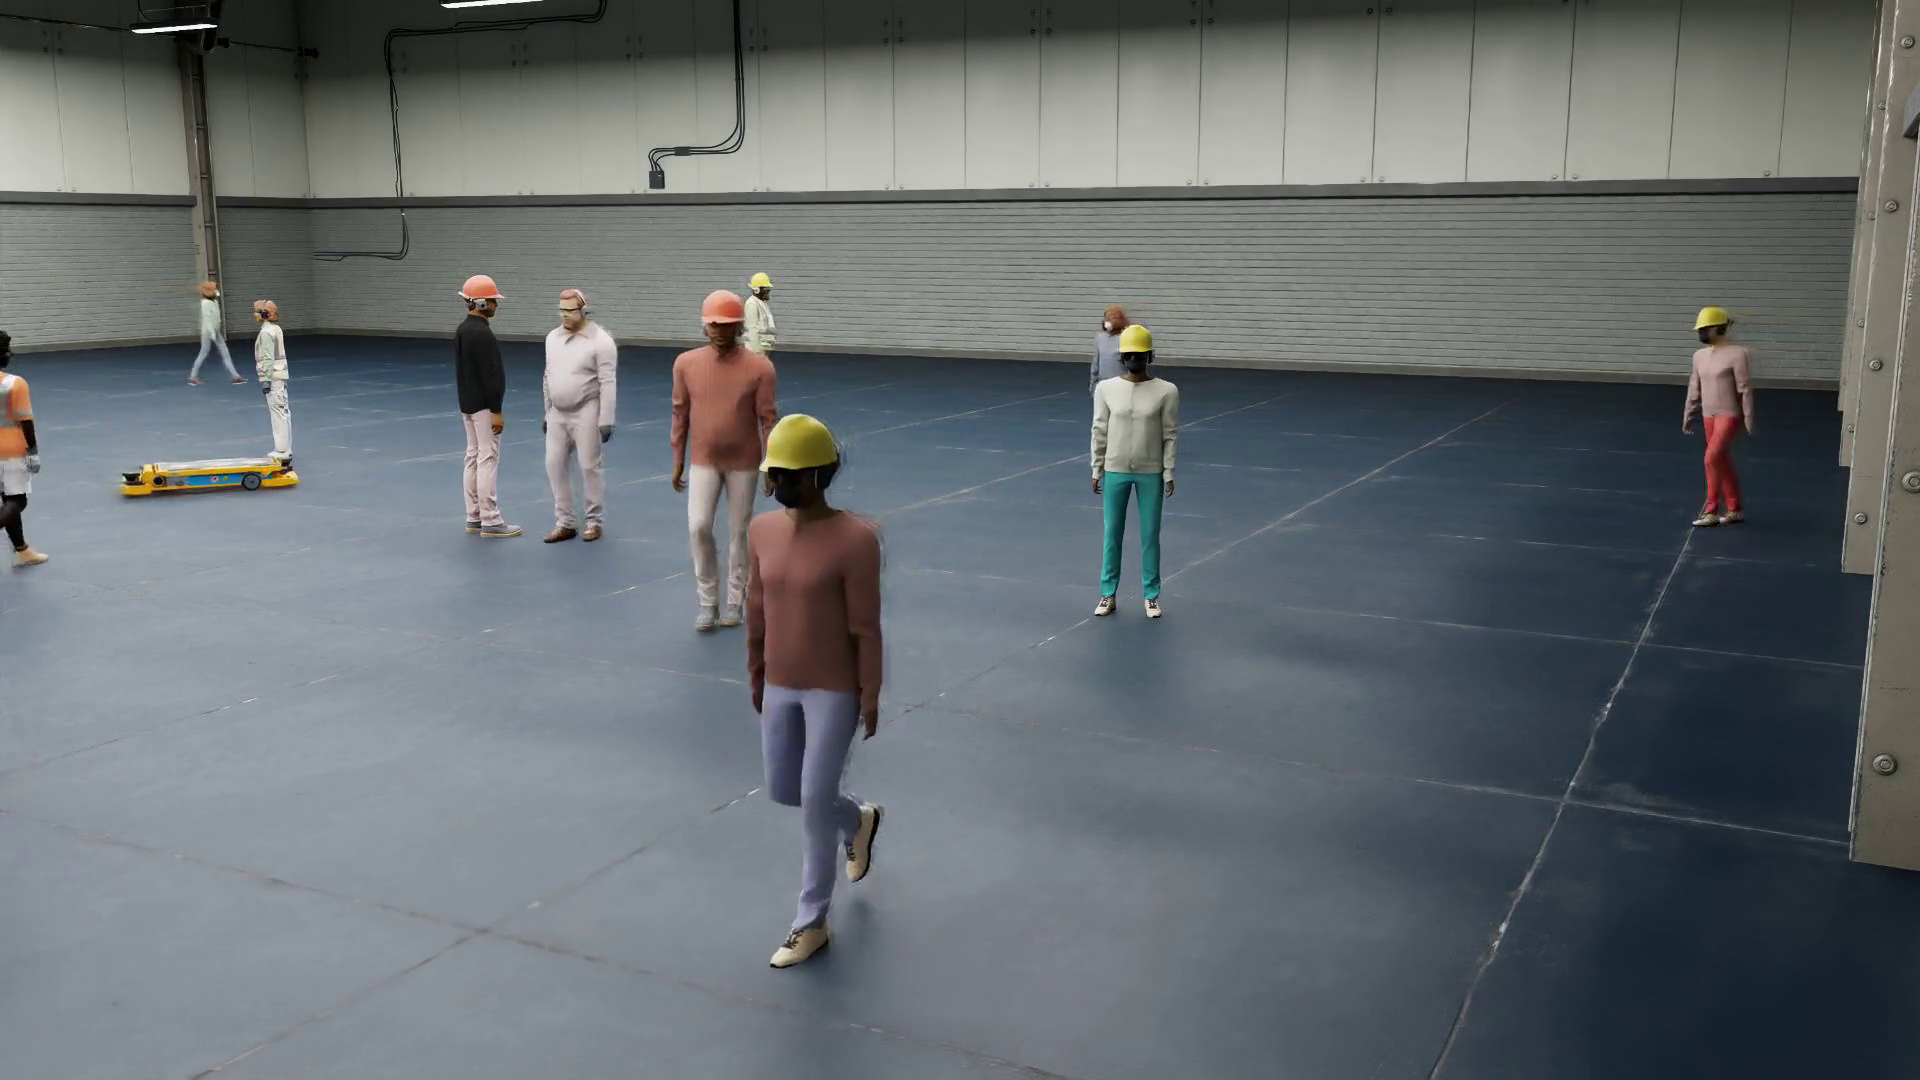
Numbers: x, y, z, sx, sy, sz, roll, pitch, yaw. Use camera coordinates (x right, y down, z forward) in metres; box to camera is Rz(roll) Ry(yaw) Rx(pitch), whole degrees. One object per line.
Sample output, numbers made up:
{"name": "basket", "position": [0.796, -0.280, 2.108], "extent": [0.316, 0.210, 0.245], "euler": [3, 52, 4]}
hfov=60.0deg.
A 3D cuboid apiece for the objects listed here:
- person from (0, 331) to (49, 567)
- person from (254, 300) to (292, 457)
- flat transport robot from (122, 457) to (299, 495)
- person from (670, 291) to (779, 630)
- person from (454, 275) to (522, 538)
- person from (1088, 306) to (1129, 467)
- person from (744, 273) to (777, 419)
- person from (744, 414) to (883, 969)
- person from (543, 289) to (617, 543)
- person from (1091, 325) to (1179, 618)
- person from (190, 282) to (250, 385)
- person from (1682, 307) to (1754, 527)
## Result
{"name": "person", "position": [-6.537, -0.588, 11.263], "extent": [0.535, 1.670, 0.723], "euler": [3, 11, 15]}
{"name": "person", "position": [-7.056, -1.640, 17.079], "extent": [0.313, 1.642, 0.513], "euler": [-2, 11, -11]}
{"name": "flat transport robot", "position": [-6.812, -0.596, 15.123], "extent": [1.431, 0.197, 0.652], "euler": [-5, 12, -26]}
{"name": "person", "position": [-1.367, -0.443, 9.624], "extent": [0.653, 1.973, 0.627], "euler": [0, 10, -1]}
{"name": "person", "position": [-3.638, -1.017, 12.712], "extent": [0.381, 1.994, 0.622], "euler": [-8, 13, -35]}
{"name": "person", "position": [1.575, -1.563, 16.759], "extent": [0.801, 1.605, 0.503], "euler": [-9, 14, -41]}
{"name": "person", "position": [-2.502, -2.432, 20.875], "extent": [0.404, 1.829, 0.600], "euler": [1, 10, 5]}
{"name": "person", "position": [-0.442, 0.449, 5.416], "extent": [0.530, 1.750, 0.667], "euler": [7, 12, 32]}
{"name": "person", "position": [-2.900, -0.922, 12.470], "extent": [0.685, 1.886, 0.550], "euler": [5, 11, 24]}
{"name": "person", "position": [1.047, -0.408, 10.020], "extent": [0.525, 1.769, 0.310], "euler": [2, 11, 9]}
{"name": "person", "position": [-11.442, -3.154, 25.486], "extent": [0.875, 1.584, 0.523], "euler": [0, 10, -1]}
{"name": "person", "position": [5.976, -0.968, 13.161], "extent": [0.719, 1.721, 0.555], "euler": [-3, 11, -17]}
